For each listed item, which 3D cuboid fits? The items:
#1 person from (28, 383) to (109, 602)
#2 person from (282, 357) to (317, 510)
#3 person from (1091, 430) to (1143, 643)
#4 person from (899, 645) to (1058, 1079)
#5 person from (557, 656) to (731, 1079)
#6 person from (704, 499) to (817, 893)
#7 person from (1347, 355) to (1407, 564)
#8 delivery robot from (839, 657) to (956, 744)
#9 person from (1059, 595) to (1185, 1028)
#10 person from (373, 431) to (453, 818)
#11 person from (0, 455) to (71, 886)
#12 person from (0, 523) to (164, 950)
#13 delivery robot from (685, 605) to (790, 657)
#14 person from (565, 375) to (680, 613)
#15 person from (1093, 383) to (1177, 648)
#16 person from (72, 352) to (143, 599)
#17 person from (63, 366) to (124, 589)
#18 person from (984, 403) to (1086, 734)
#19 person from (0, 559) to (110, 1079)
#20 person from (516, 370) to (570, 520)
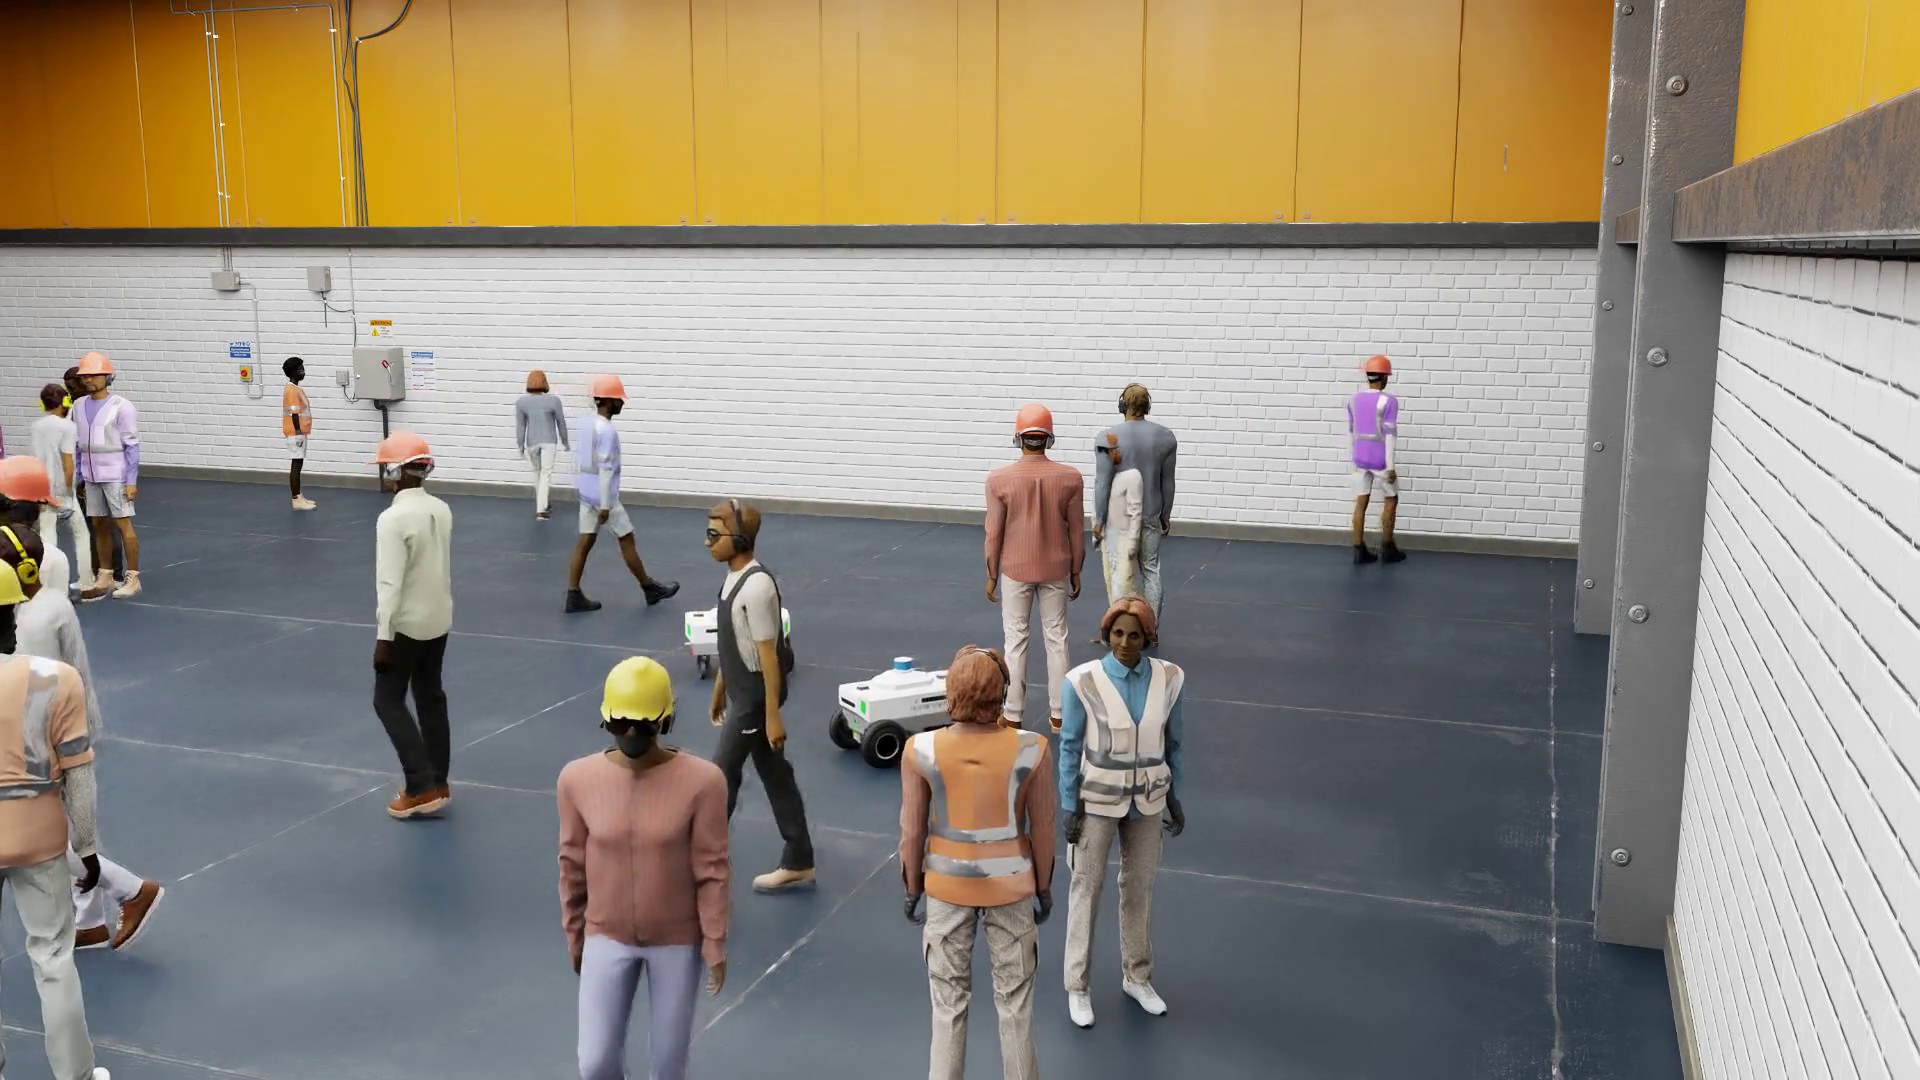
[{"bbox_3d":[-7.284,-0.354,13.465,0.527,1.805,0.856,3,10,14],"label":"person"},{"bbox_3d":[-7.335,-1.179,18.430,0.315,1.696,0.540,-4,11,-21],"label":"person"},{"bbox_3d":[1.137,-0.005,12.041,0.343,1.619,0.501,-7,12,-34],"label":"person"},{"bbox_3d":[0.061,1.155,5.440,0.513,1.642,0.313,0,10,2],"label":"person"},{"bbox_3d":[-0.932,1.191,4.935,0.522,1.752,0.371,0,10,-3],"label":"person"},{"bbox_3d":[-1.063,0.724,7.381,0.913,1.807,0.545,-2,10,-14],"label":"person"},{"bbox_3d":[3.870,-0.742,15.318,0.653,1.920,0.578,-8,13,-38],"label":"person"},{"bbox_3d":[-0.325,0.918,9.570,0.707,0.478,0.477,-6,11,-29],"label":"delivery robot"},{"bbox_3d":[0.611,1.009,6.279,0.515,1.636,0.315,-3,11,-17],"label":"person"},{"bbox_3d":[-2.817,0.441,8.554,0.411,1.977,0.679,3,10,14],"label":"person"},{"bbox_3d":[-4.205,0.632,7.336,0.645,2.018,0.664,1,10,4],"label":"person"},{"bbox_3d":[-3.613,0.826,6.721,0.494,1.846,0.625,-5,11,-26],"label":"person"},{"bbox_3d":[-1.522,0.604,11.336,0.707,0.478,0.477,-2,10,-10],"label":"delivery robot"},{"bbox_3d":[-2.766,-0.374,13.333,0.970,1.886,0.569,-6,12,-32],"label":"person"},{"bbox_3d":[1.255,-0.168,12.054,0.630,1.940,0.371,-3,11,-17],"label":"person"},{"bbox_3d":[-7.094,-0.529,13.790,0.614,2.044,0.359,3,10,15],"label":"person"},{"bbox_3d":[-7.332,-0.515,14.078,0.589,1.914,0.392,8,13,37],"label":"person"},{"bbox_3d":[0.443,0.183,9.915,0.611,1.995,0.375,-2,10,-9],"label":"person"},{"bbox_3d":[-3.168,1.002,5.503,0.590,1.923,0.383,-4,11,-19],"label":"person"},{"bbox_3d":[-4.484,-1.024,17.856,0.506,1.592,0.825,1,10,7],"label":"person"}]
